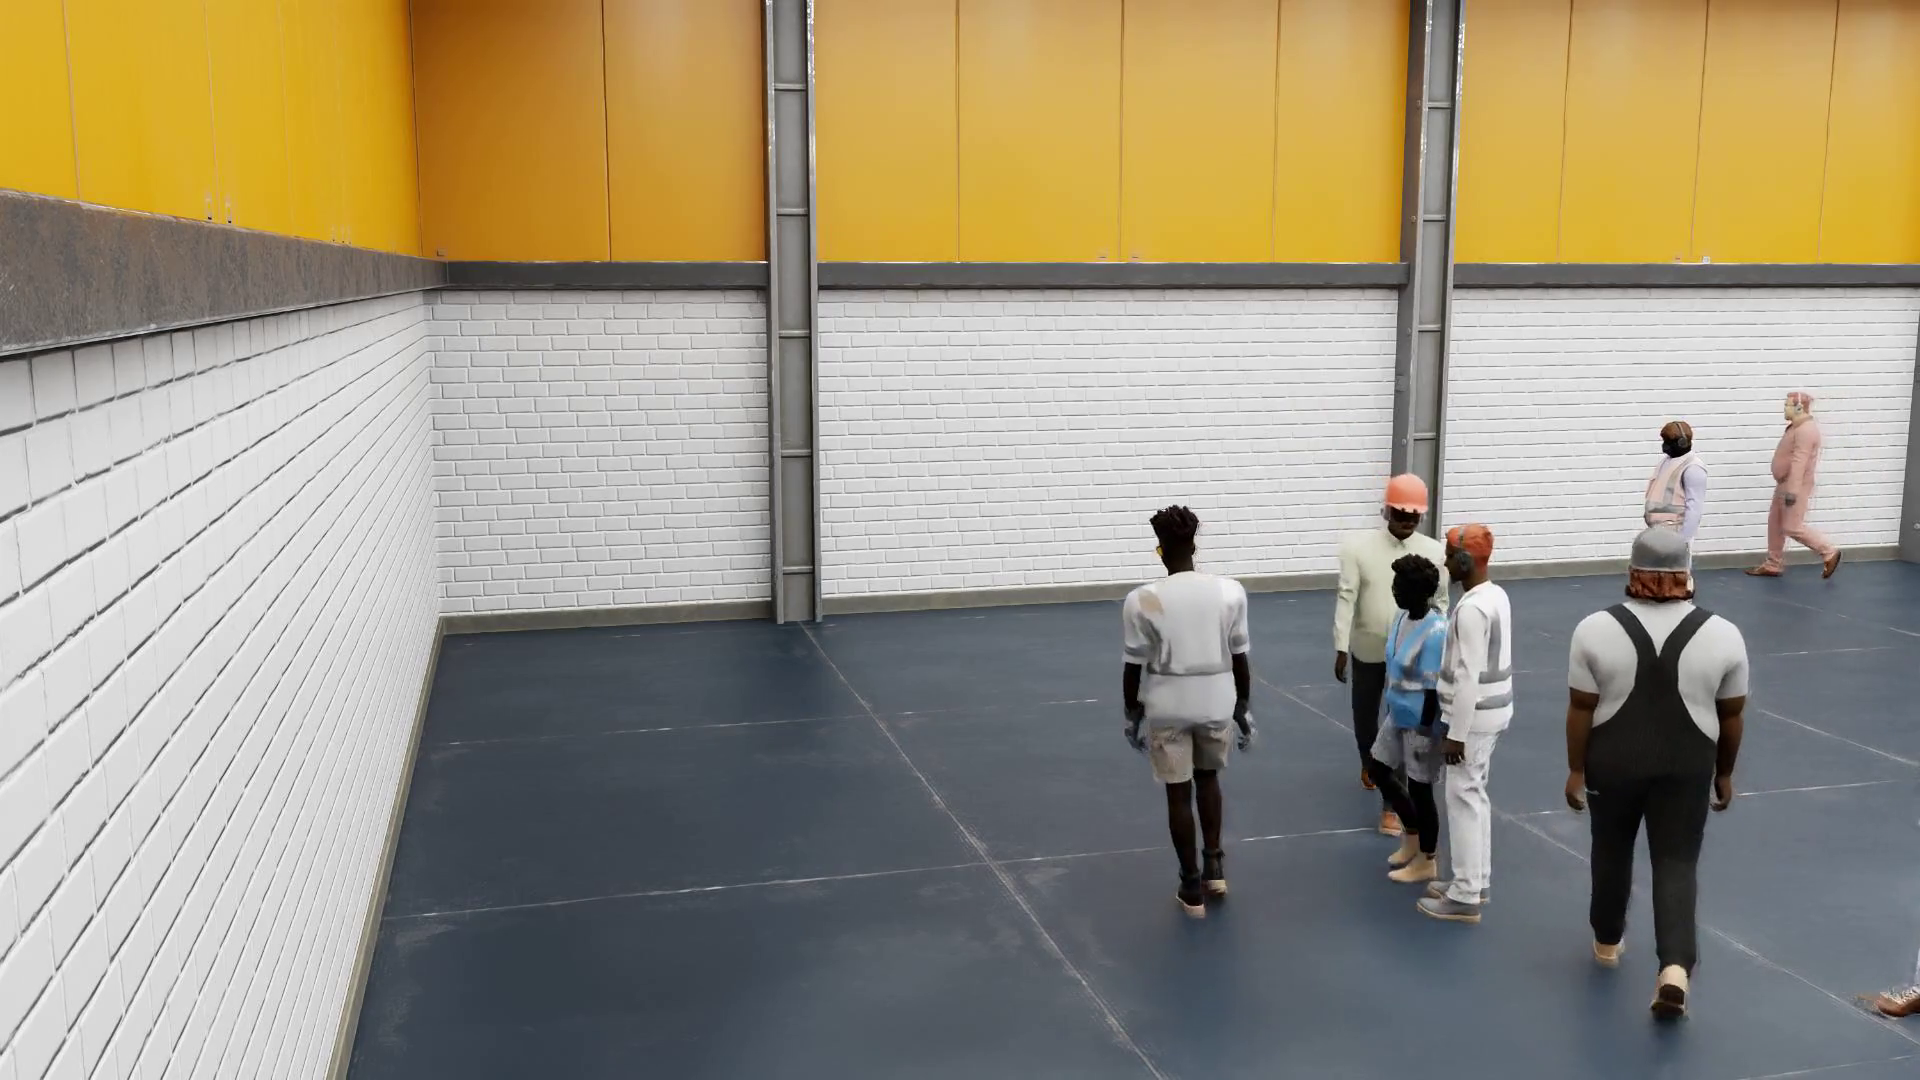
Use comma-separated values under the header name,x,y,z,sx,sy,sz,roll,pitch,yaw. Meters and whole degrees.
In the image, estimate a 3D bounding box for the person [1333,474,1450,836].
name,x,y,z,sx,sy,sz,roll,pitch,yaw
person,2.391,0.581,9.264,0.622,1.961,0.895,2,9,13

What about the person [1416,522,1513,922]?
name,x,y,z,sx,sy,sz,roll,pitch,yaw
person,2.416,0.846,7.873,0.366,1.877,0.588,5,10,27

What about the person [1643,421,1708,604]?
name,x,y,z,sx,sy,sz,roll,pitch,yaw
person,5.826,-0.059,13.624,0.429,1.840,0.624,0,9,-1

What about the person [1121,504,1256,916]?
name,x,y,z,sx,sy,sz,roll,pitch,yaw
person,1.070,0.799,7.941,0.640,1.936,0.560,-1,9,-8

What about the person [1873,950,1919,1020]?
name,x,y,z,sx,sy,sz,roll,pitch,yaw
person,4.113,1.074,6.613,0.762,1.822,0.318,0,9,2

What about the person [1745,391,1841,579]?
name,x,y,z,sx,sy,sz,roll,pitch,yaw
person,8.286,-0.531,16.432,0.742,1.882,0.656,2,9,15

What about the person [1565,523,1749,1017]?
name,x,y,z,sx,sy,sz,roll,pitch,yaw
person,2.886,0.910,6.944,0.687,2.000,0.923,3,10,19

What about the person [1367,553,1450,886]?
name,x,y,z,sx,sy,sz,roll,pitch,yaw
person,2.235,0.890,8.161,0.359,1.679,0.539,-1,9,-9
